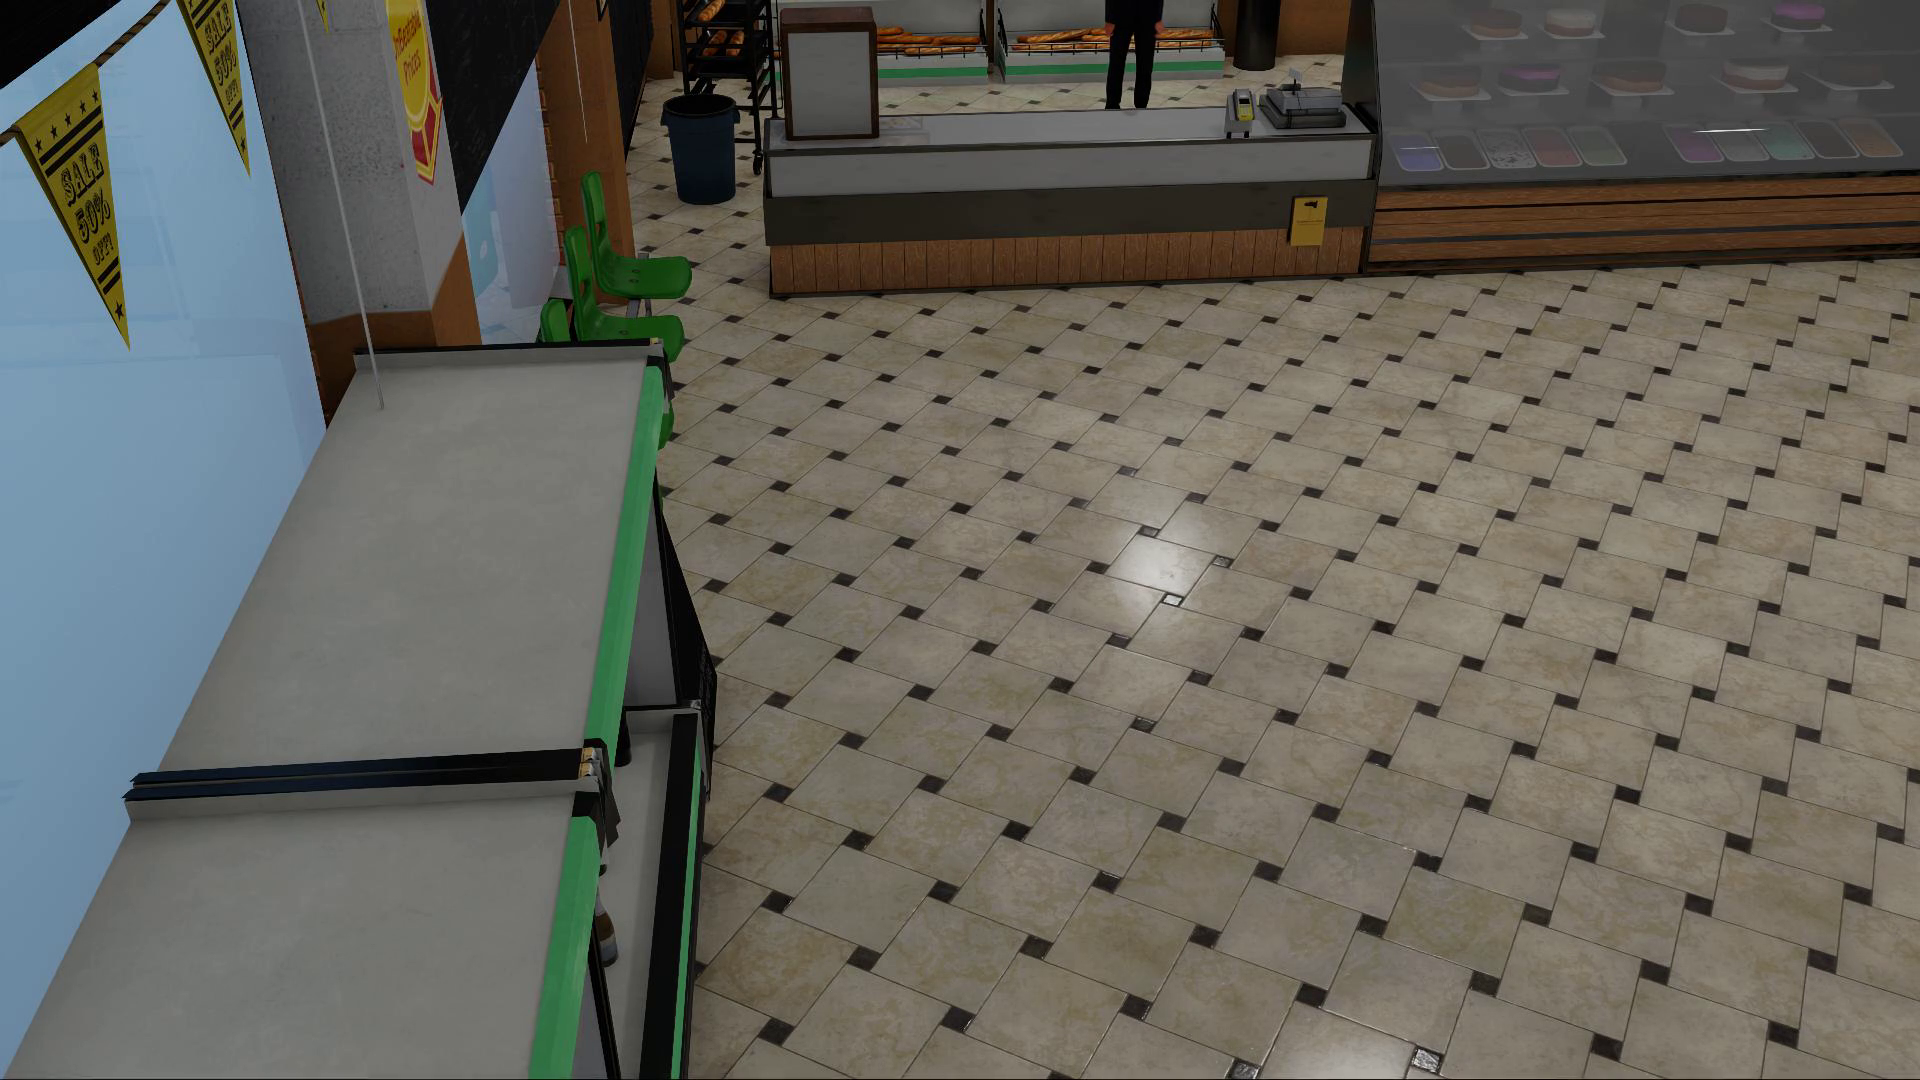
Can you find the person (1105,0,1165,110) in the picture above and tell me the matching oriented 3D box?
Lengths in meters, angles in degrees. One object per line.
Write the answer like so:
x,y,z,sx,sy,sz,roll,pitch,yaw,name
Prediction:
1.418,-4.242,13.472,0.629,1.867,0.562,-3,32,-5,person
